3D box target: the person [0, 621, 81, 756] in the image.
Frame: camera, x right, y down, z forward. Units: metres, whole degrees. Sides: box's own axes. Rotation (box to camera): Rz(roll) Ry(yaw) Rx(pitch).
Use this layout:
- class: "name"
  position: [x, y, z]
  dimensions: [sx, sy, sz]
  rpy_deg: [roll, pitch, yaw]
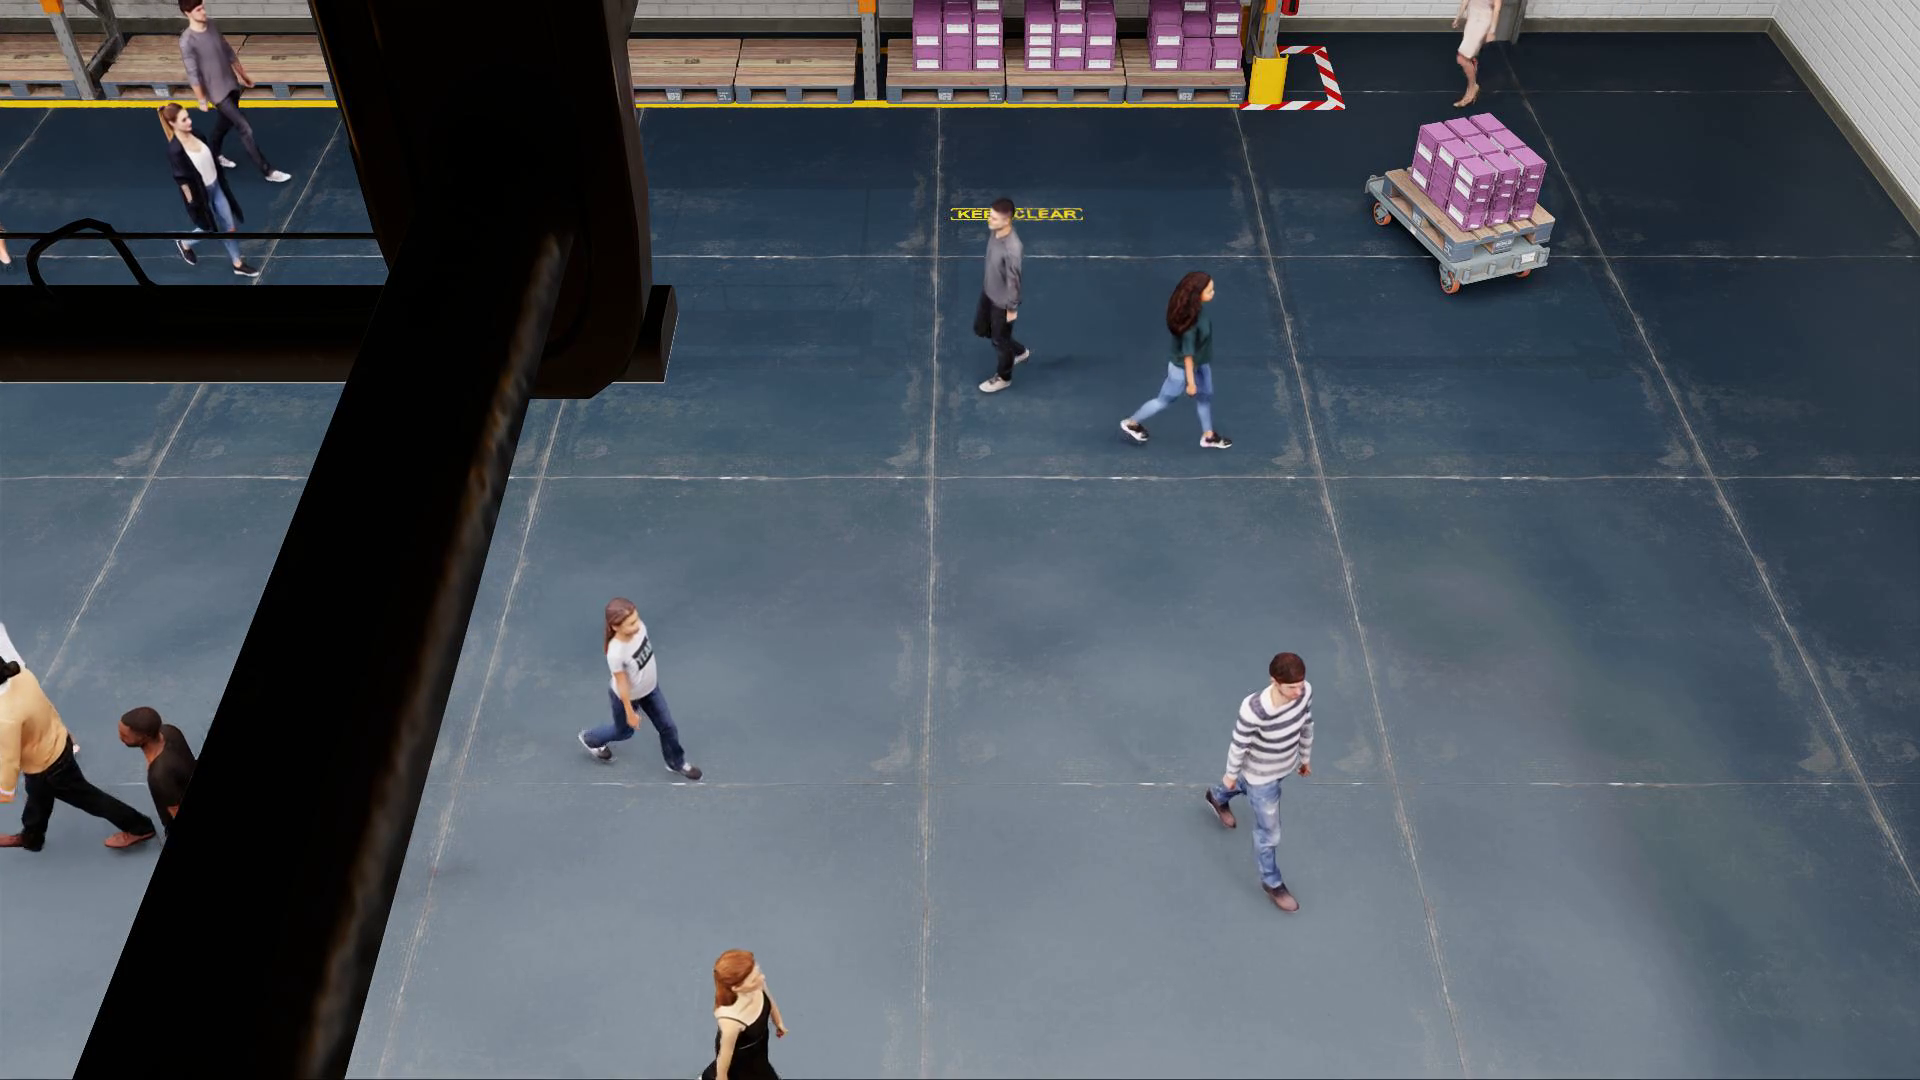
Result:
- class: "person"
  position: [-5.844, 0.864, 10.101]
  dimensions: [0.629, 1.736, 0.622]
  rpy_deg: [-14, 45, -14]

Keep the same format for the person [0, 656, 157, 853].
- class: "person"
  position: [-5.233, 1.277, 9.690]
  dimensions: [1.244, 1.705, 0.909]
  rpy_deg: [-13, 45, -13]

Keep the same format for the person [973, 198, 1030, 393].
- class: "person"
  position: [0.397, -1.934, 13.026]
  dimensions: [0.805, 1.752, 0.749]
  rpy_deg: [-15, 46, -16]

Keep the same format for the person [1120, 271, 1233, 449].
- class: "person"
  position: [1.619, -1.320, 12.506]
  dimensions: [1.148, 1.579, 0.741]
  rpy_deg: [8, 44, 8]

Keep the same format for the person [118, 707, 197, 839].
- class: "person"
  position: [-4.218, 1.552, 9.333]
  dimensions: [0.795, 1.799, 0.767]
  rpy_deg: [-12, 45, -12]

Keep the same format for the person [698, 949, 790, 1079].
- class: "person"
  position: [-1.179, 2.567, 8.434]
  dimensions: [1.182, 1.569, 0.753]
  rpy_deg: [9, 44, 10]

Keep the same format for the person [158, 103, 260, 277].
- class: "person"
  position: [-6.515, -2.960, 14.164]
  dimensions: [0.990, 1.667, 0.789]
  rpy_deg: [11, 45, 12]

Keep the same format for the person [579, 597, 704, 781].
- class: "person"
  position: [-2.064, 0.910, 10.198]
  dimensions: [1.105, 1.535, 0.807]
  rpy_deg: [16, 46, 16]

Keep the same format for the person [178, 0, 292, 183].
- class: "person"
  position: [-6.886, -4.167, 15.326]
  dimensions: [1.207, 1.812, 0.830]
  rpy_deg: [8, 44, 8]

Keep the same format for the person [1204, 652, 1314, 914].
- class: "person"
  position: [1.722, 1.247, 9.647]
  dimensions: [1.218, 1.807, 1.154]
  rpy_deg: [-24, 49, -23]

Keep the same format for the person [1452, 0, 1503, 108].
- class: "person"
  position: [5.166, -5.047, 16.314]
  dimensions: [0.661, 1.723, 0.655]
  rpy_deg: [-10, 45, -10]
